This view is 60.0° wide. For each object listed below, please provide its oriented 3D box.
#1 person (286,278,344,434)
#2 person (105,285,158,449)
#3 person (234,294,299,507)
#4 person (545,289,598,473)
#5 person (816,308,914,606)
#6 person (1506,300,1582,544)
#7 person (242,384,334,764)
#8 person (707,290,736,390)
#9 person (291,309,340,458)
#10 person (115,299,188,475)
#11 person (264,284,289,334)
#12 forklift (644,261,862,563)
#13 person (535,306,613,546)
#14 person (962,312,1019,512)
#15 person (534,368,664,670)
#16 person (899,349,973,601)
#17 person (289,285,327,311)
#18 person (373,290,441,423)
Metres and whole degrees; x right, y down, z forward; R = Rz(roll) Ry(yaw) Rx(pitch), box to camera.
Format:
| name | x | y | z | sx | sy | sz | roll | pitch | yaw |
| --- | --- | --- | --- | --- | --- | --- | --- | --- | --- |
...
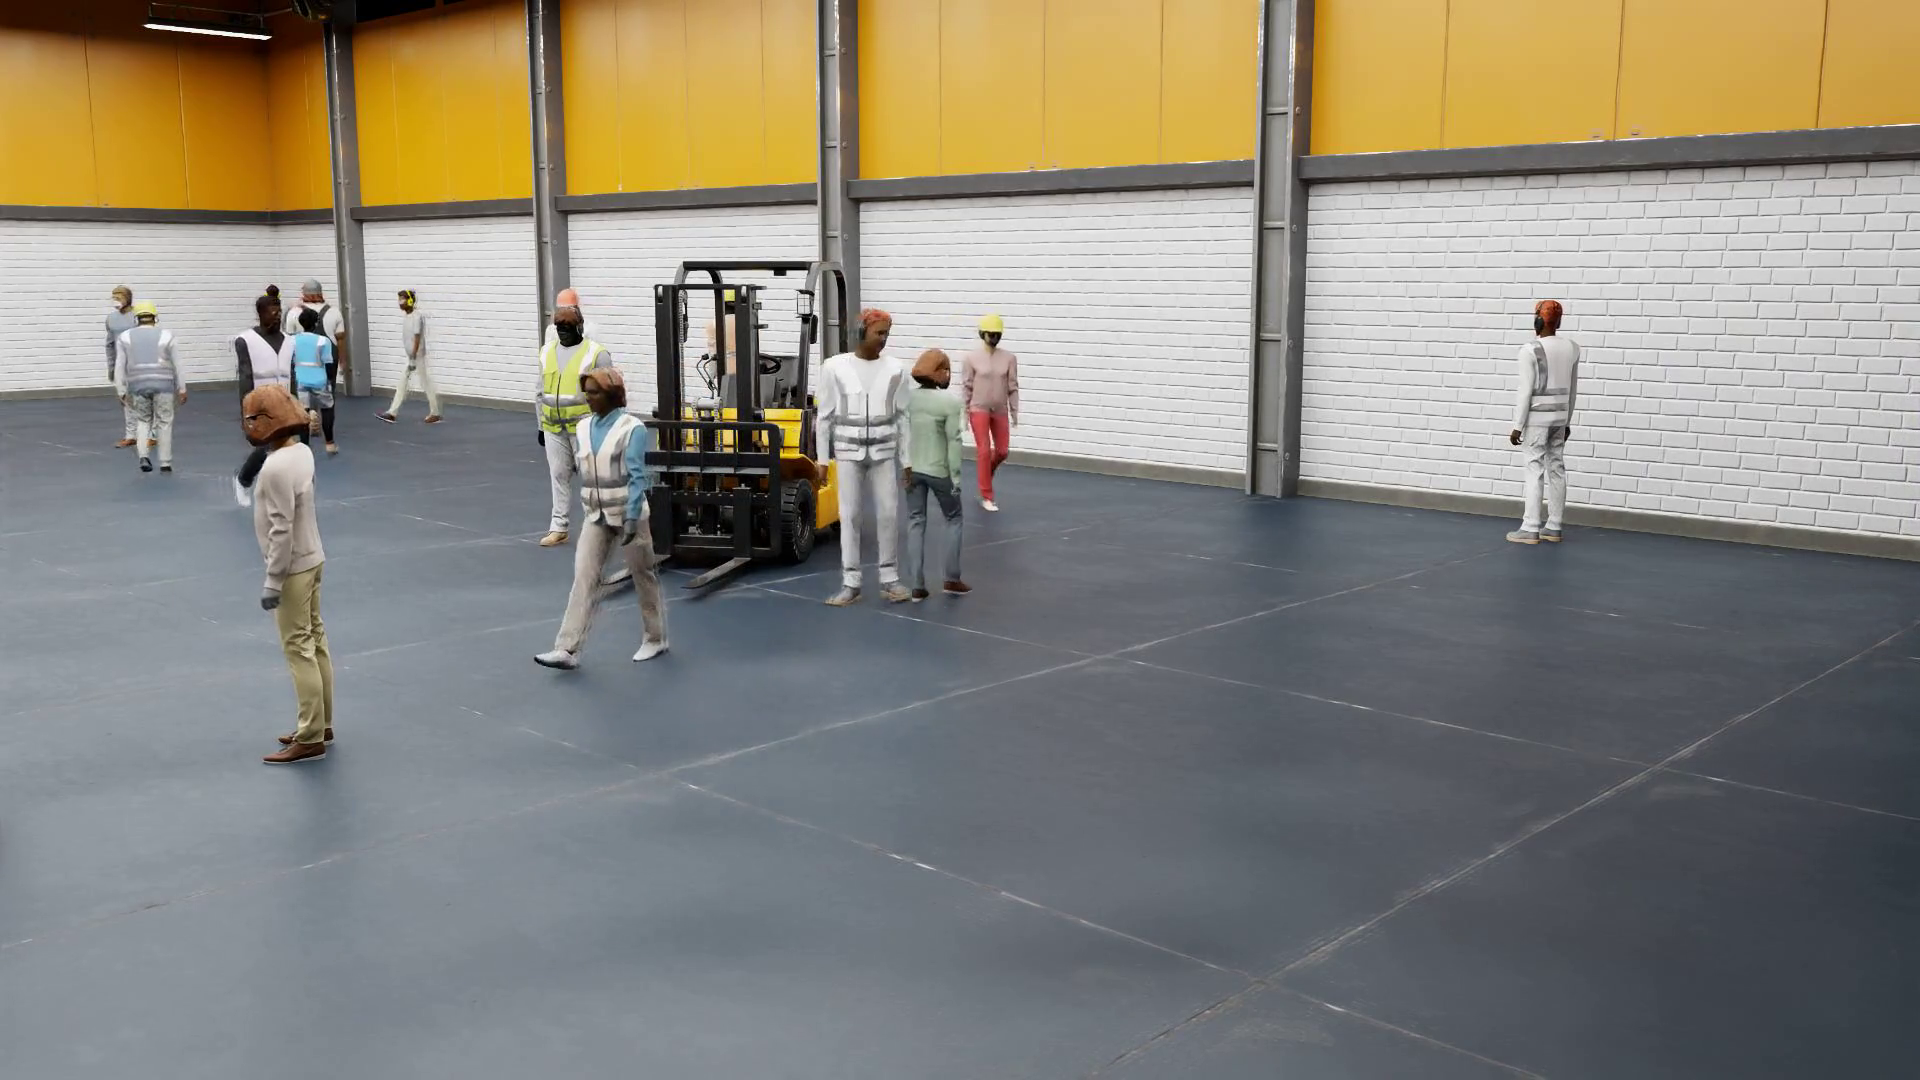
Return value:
| name | x | y | z | sx | sy | sz | roll | pitch | yaw |
| --- | --- | --- | --- | --- | --- | --- | --- | --- | --- |
| person | -8.209 | -2.351 | 21.229 | 0.692 | 2.000 | 0.836 | -5 | 10 | -26 |
| person | -9.797 | -2.036 | 19.655 | 0.637 | 1.932 | 0.374 | 2 | 10 | 14 |
| person | -5.974 | -1.163 | 14.344 | 0.641 | 1.902 | 0.615 | 4 | 10 | 26 |
| person | -4.079 | -1.640 | 17.291 | 0.574 | 1.896 | 0.930 | 1 | 9 | 8 |
| person | -0.585 | -0.517 | 10.534 | 0.662 | 1.865 | 0.352 | -2 | 9 | -9 |
| person | 4.504 | -0.906 | 12.852 | 0.575 | 1.882 | 0.355 | -5 | 10 | -26 |
| person | -2.896 | 0.143 | 7.179 | 0.279 | 1.633 | 0.497 | -1 | 9 | -7 |
| person | -2.571 | -1.888 | 18.736 | 0.593 | 1.926 | 0.366 | -6 | 11 | -31 |
| person | -7.285 | -1.758 | 18.721 | 0.547 | 1.665 | 0.771 | -1 | 9 | -7 |
| person | -8.326 | -1.570 | 17.144 | 0.633 | 1.811 | 0.442 | -2 | 9 | -13 |
| person | -10.987 | -3.156 | 26.699 | 0.517 | 1.868 | 0.328 | -7 | 12 | -36 |
| forklift | -1.552 | -1.040 | 12.721 | 1.214 | 2.155 | 2.313 | 2 | 9 | 11 |
| person | -2.958 | -0.856 | 12.683 | 0.624 | 1.840 | 0.429 | 2 | 10 | 14 |
| person | 0.246 | -1.144 | 14.746 | 0.522 | 1.748 | 0.618 | -3 | 10 | -19 |
| person | -1.868 | -0.099 | 8.772 | 0.529 | 1.595 | 0.841 | 5 | 11 | 29 |
| person | -0.177 | -0.422 | 10.705 | 0.551 | 1.616 | 0.480 | 5 | 10 | 27 |
| person | -10.419 | -3.189 | 26.772 | 0.638 | 1.910 | 0.402 | -2 | 9 | -11 |
| person | -7.543 | -2.481 | 22.681 | 0.932 | 1.818 | 0.540 | -9 | 13 | -43 |
